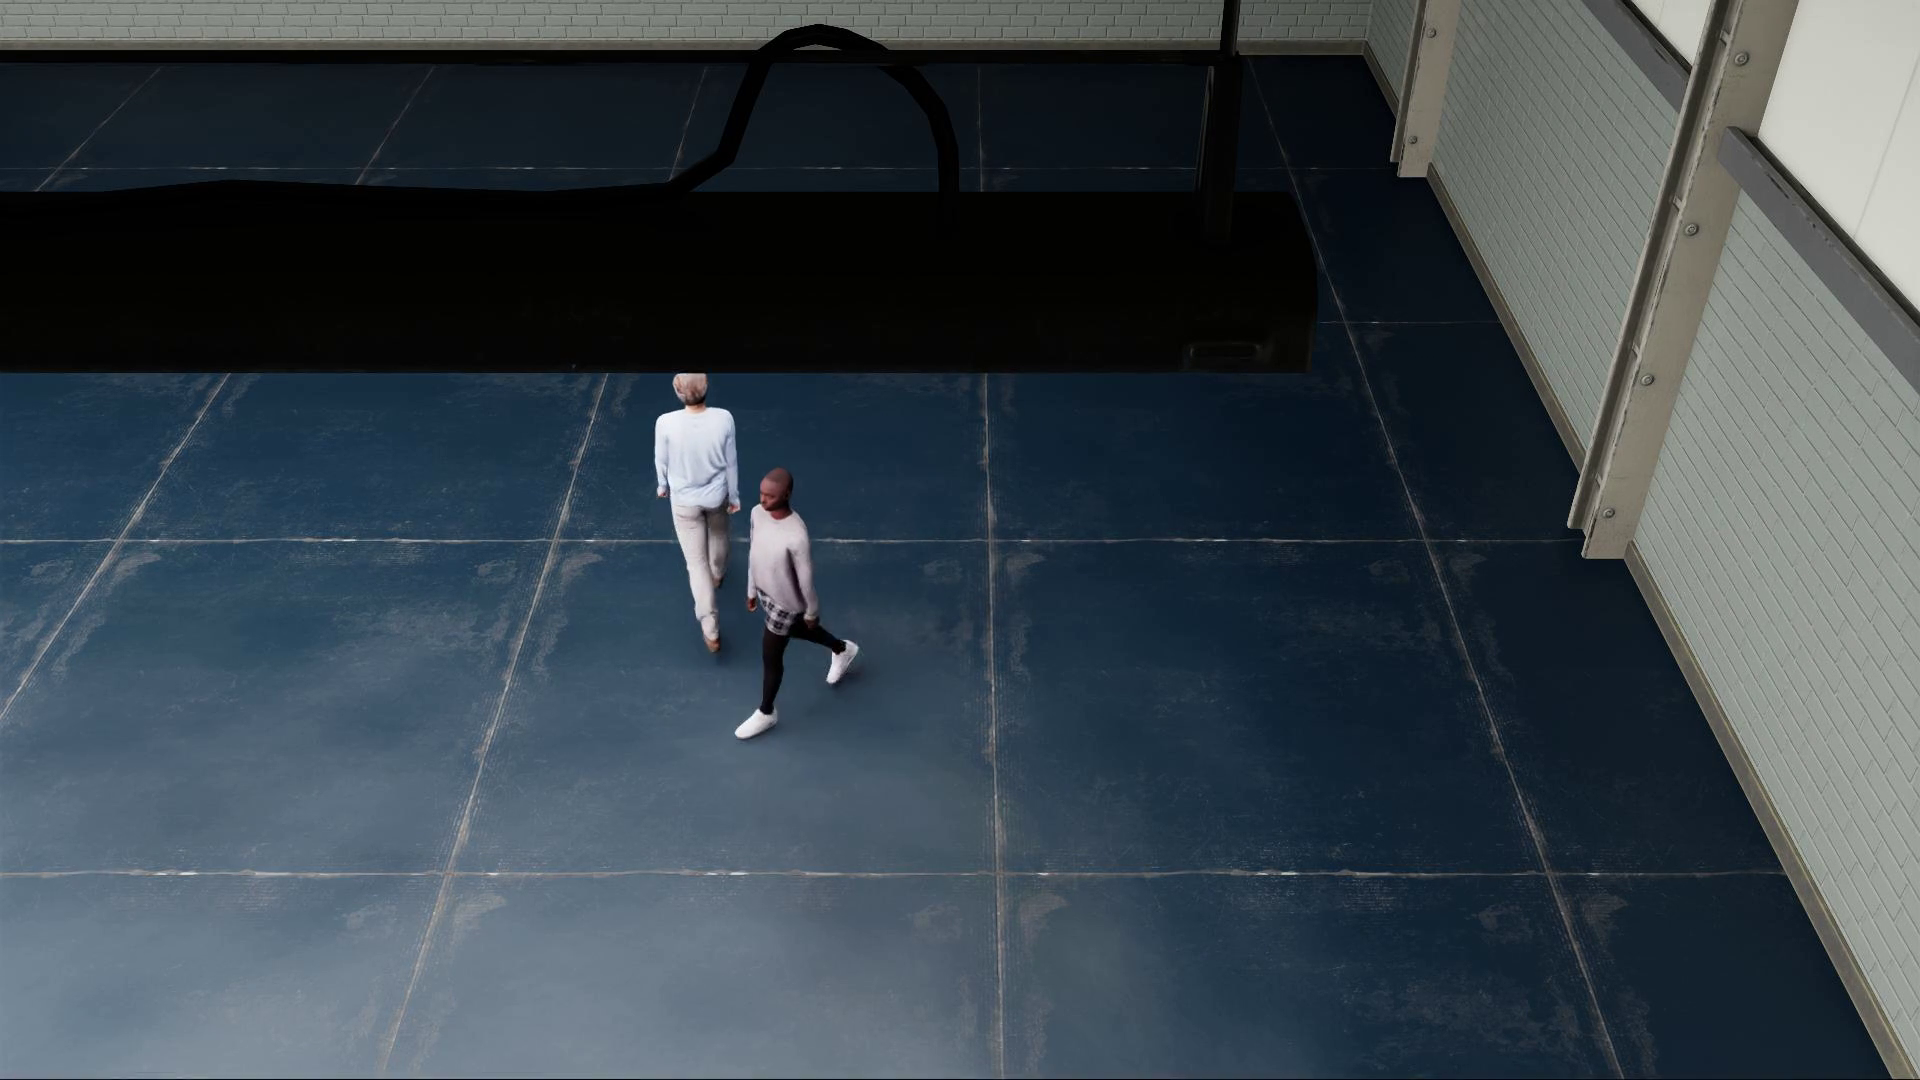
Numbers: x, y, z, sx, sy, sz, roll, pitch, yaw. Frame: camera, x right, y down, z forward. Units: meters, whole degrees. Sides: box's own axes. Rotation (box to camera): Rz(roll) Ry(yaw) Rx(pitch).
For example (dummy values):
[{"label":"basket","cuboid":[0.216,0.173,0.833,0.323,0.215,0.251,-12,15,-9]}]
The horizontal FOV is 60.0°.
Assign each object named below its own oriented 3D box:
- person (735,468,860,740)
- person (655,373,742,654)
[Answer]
[{"label":"person","cuboid":[-0.947,0.295,9.621,1.159,1.738,1.159,-26,45,-30]},{"label":"person","cuboid":[-1.578,-0.180,10.156,0.932,1.847,1.324,-11,39,-14]}]
